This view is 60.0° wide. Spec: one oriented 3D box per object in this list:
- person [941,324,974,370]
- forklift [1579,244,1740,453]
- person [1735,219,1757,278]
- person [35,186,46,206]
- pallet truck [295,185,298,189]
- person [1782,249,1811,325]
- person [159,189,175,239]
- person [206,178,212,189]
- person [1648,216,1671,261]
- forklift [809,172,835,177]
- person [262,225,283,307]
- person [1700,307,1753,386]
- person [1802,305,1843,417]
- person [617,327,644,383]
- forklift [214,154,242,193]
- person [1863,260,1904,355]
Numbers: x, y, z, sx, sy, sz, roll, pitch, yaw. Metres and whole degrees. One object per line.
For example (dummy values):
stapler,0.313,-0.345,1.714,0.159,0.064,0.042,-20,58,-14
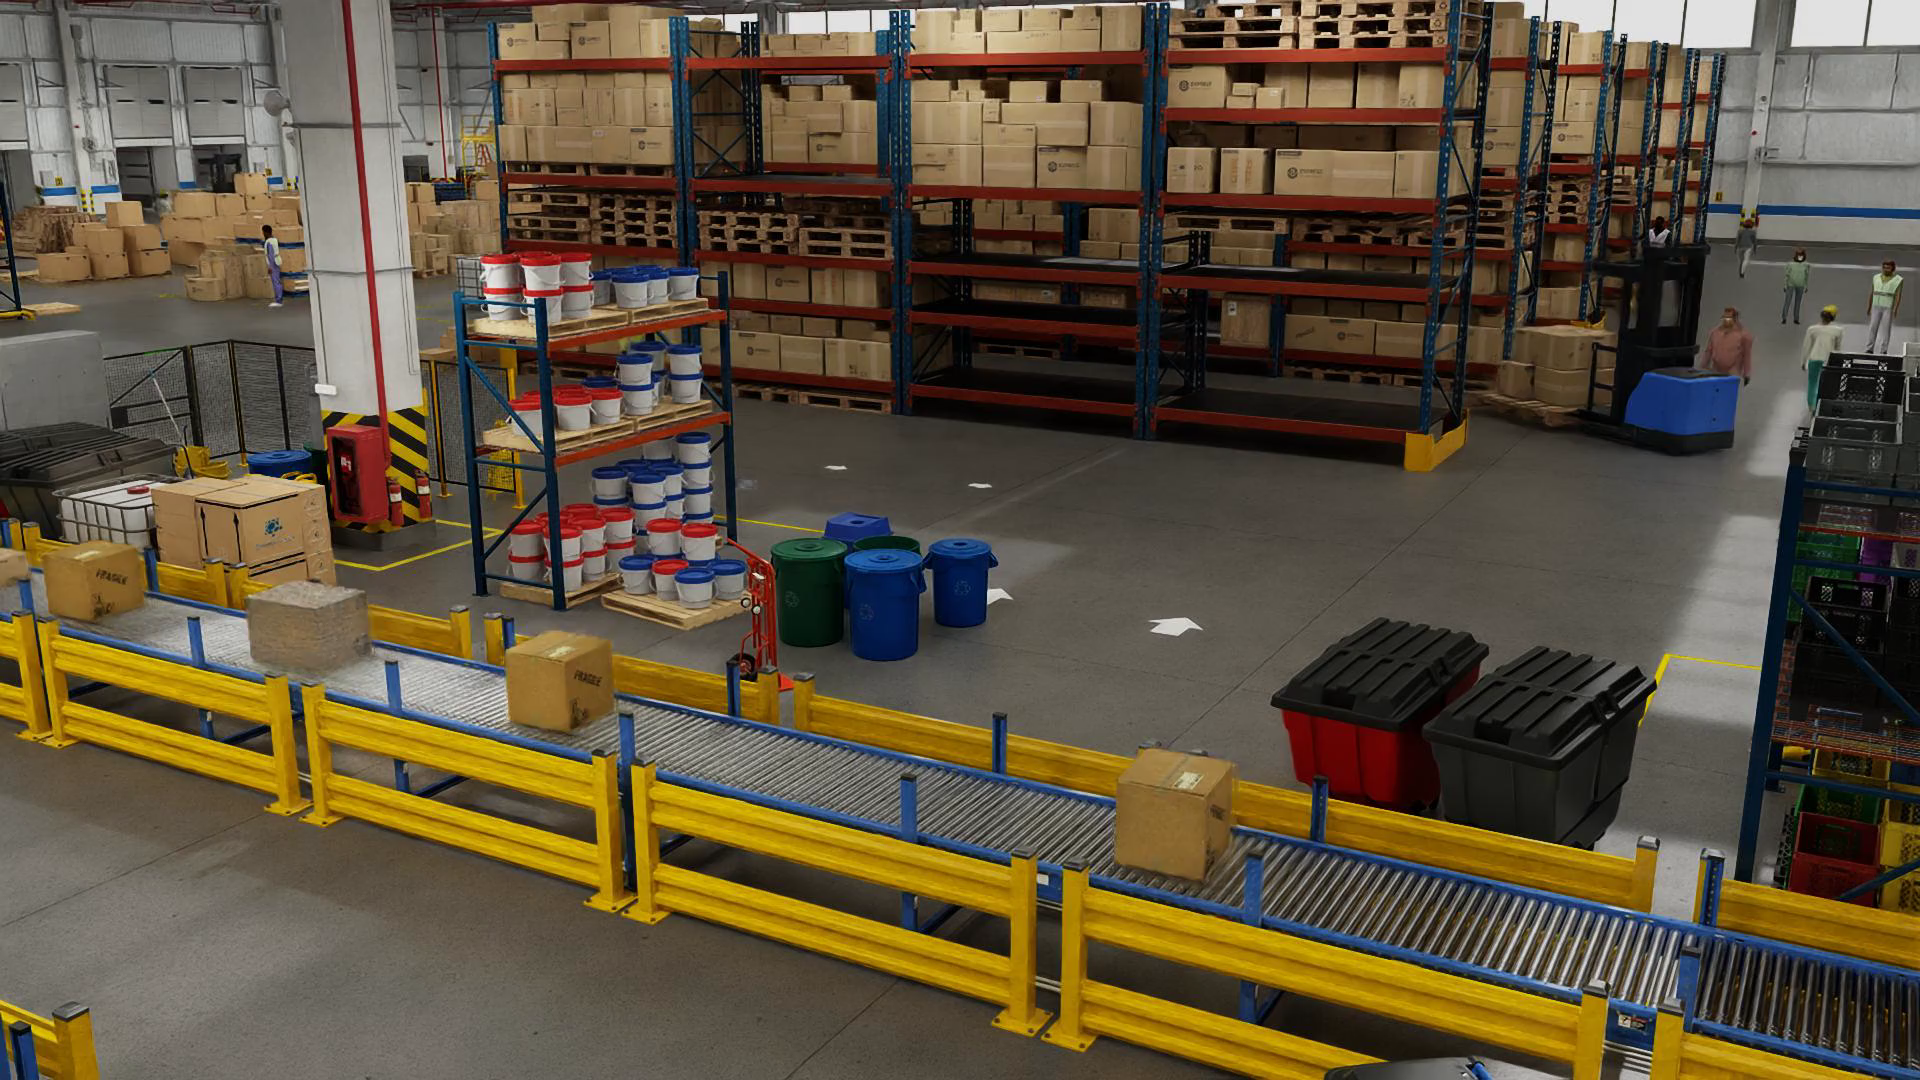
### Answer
person,-0.228,-3.892,29.617,0.961,1.888,0.574,9,17,31
forklift,9.980,-2.758,23.469,1.129,2.768,1.873,-6,16,-22
person,21.550,-7.994,45.620,0.516,1.591,0.856,9,17,29
person,-32.309,-11.492,58.366,0.894,1.819,0.531,-3,15,-12
pallet truck,-26.804,-14.617,69.738,1.885,1.965,0.823,-14,20,-42
person,18.195,-5.513,36.209,0.499,1.634,0.288,4,15,13
person,-27.746,-11.366,58.049,0.668,1.721,0.493,1,15,2
person,-30.520,-13.976,68.033,0.522,1.621,0.623,-6,16,-22
person,17.640,-7.225,42.105,0.390,1.919,0.591,-13,19,-39
forklift,-4.553,-11.251,55.397,1.129,2.768,1.873,8,17,27
person,-16.246,-6.489,39.348,0.391,1.913,0.587,-3,15,-12
person,11.157,-2.470,24.355,0.985,1.853,0.677,-10,18,-32
person,13.361,-2.787,25.815,0.513,1.711,0.939,9,17,31
person,-5.087,-2.756,25.810,0.864,1.652,0.544,9,17,30
forklift,-26.728,-12.764,61.082,1.873,2.768,1.129,8,17,28
person,17.610,-4.419,31.704,0.390,1.840,0.565,-11,19,-36
